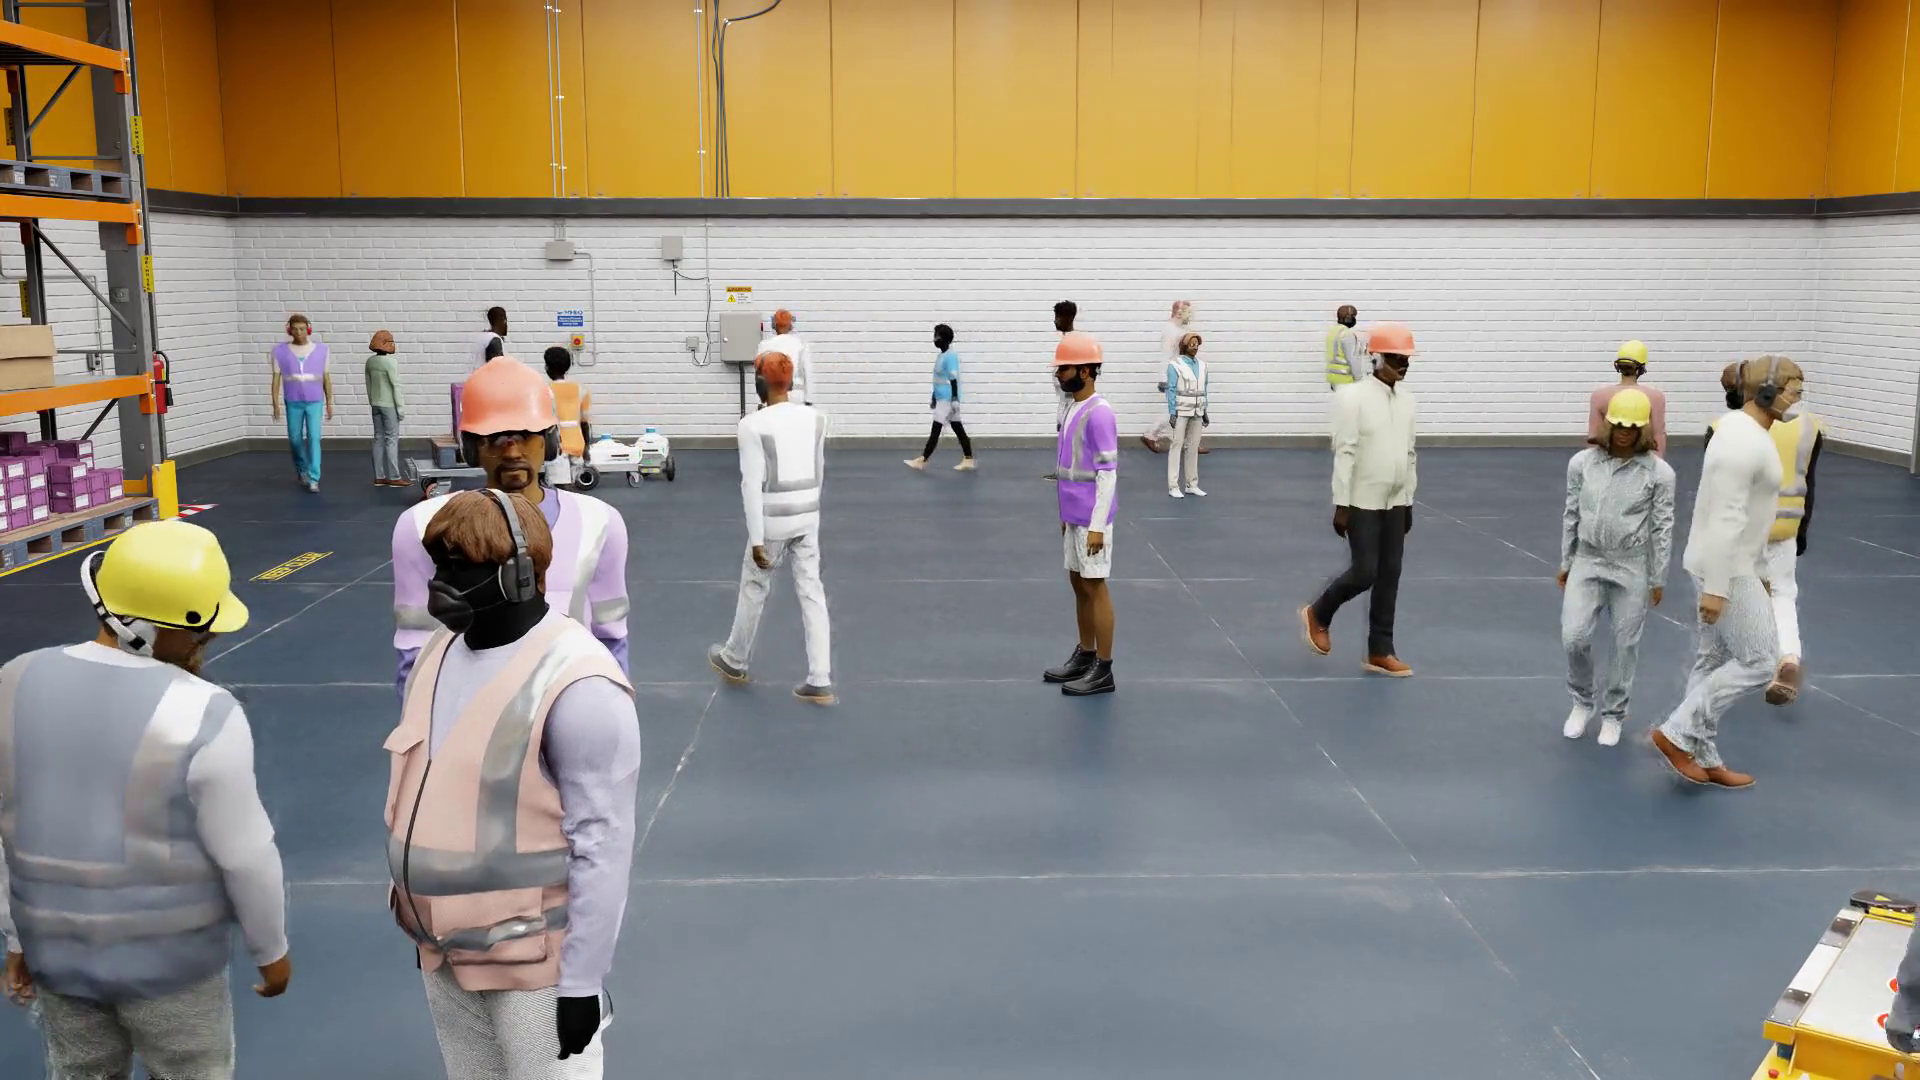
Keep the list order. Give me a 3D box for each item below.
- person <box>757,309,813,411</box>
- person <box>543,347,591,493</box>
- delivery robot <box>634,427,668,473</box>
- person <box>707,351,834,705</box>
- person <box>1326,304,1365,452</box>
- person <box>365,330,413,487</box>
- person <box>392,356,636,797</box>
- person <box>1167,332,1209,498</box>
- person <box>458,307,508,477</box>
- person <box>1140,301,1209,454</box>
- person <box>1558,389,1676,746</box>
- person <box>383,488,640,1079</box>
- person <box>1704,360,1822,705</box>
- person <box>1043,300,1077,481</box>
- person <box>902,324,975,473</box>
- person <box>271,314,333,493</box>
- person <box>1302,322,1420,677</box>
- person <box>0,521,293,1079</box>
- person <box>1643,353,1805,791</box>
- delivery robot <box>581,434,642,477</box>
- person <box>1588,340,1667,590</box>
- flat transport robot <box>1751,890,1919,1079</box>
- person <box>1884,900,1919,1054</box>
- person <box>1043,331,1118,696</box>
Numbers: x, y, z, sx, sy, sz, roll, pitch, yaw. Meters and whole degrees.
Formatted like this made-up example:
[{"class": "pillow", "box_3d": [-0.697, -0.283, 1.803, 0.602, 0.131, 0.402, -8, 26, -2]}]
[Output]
[{"class": "person", "box_3d": [-1.811, -1.486, 17.409, 0.614, 1.862, 0.723, -4, 10, -23]}, {"class": "person", "box_3d": [-3.212, -0.721, 13.335, 0.889, 1.646, 0.545, 7, 12, 36]}, {"class": "delivery robot", "box_3d": [-3.334, -0.973, 17.937, 0.477, 0.478, 0.707, -1, 9, -8]}, {"class": "person", "box_3d": [-0.988, -0.082, 8.843, 0.584, 1.831, 0.978, -7, 12, -38]}, {"class": "person", "box_3d": [4.674, -1.928, 20.167, 0.463, 1.839, 0.650, -1, 9, -4]}, {"class": "person", "box_3d": [-5.975, -1.365, 17.329, 0.497, 1.633, 0.285, 6, 11, 33]}, {"class": "person", "box_3d": [-1.153, 0.543, 4.373, 0.605, 2.045, 0.387, -4, 10, -22]}, {"class": "person", "box_3d": [2.261, -1.239, 16.538, 0.513, 1.641, 0.307, -6, 11, -35]}, {"class": "person", "box_3d": [-5.136, -1.618, 18.221, 0.976, 1.863, 0.618, -2, 9, -12]}, {"class": "person", "box_3d": [2.658, -1.972, 20.312, 0.828, 1.876, 0.694, 2, 10, 15]}, {"class": "person", "box_3d": [3.081, 0.138, 7.839, 0.507, 1.712, 0.466, 6, 11, 31]}, {"class": "person", "box_3d": [-0.915, 0.811, 3.349, 0.625, 1.844, 0.429, 8, 12, 39]}, {"class": "person", "box_3d": [4.180, -0.037, 8.691, 0.624, 1.797, 0.809, 1, 9, 3]}, {"class": "person", "box_3d": [1.244, -1.570, 17.635, 0.648, 1.948, 0.603, 1, 9, 3]}, {"class": "person", "box_3d": [-0.221, -1.567, 18.495, 0.873, 1.643, 0.545, -2, 9, -10]}, {"class": "person", "box_3d": [-6.735, -1.410, 17.050, 0.574, 1.818, 0.817, -4, 10, -21]}, {"class": "person", "box_3d": [2.285, -0.231, 9.312, 0.641, 1.977, 0.592, -6, 11, -34]}, {"class": "person", "box_3d": [-1.711, 0.833, 3.443, 0.640, 1.774, 0.406, 2, 9, 10]}, {"class": "person", "box_3d": [3.311, 0.157, 7.124, 0.426, 1.919, 0.632, 4, 10, 24]}, {"class": "delivery robot", "box_3d": [-3.657, -0.860, 17.240, 0.707, 0.478, 0.477, -3, 10, -15]}, {"class": "person", "box_3d": [4.696, -0.519, 11.733, 0.523, 1.769, 0.316, 6, 11, 34]}, {"class": "flat transport robot", "box_3d": [2.796, 1.360, 4.787, 0.652, 0.197, 1.431, 7, 12, 37]}, {"class": "person", "box_3d": [2.179, 0.937, 3.350, 0.526, 1.583, 0.874, -2, 9, -10]}, {"class": "person", "box_3d": [0.643, -0.138, 8.876, 0.378, 1.936, 0.548, -2, 9, -13]}]
